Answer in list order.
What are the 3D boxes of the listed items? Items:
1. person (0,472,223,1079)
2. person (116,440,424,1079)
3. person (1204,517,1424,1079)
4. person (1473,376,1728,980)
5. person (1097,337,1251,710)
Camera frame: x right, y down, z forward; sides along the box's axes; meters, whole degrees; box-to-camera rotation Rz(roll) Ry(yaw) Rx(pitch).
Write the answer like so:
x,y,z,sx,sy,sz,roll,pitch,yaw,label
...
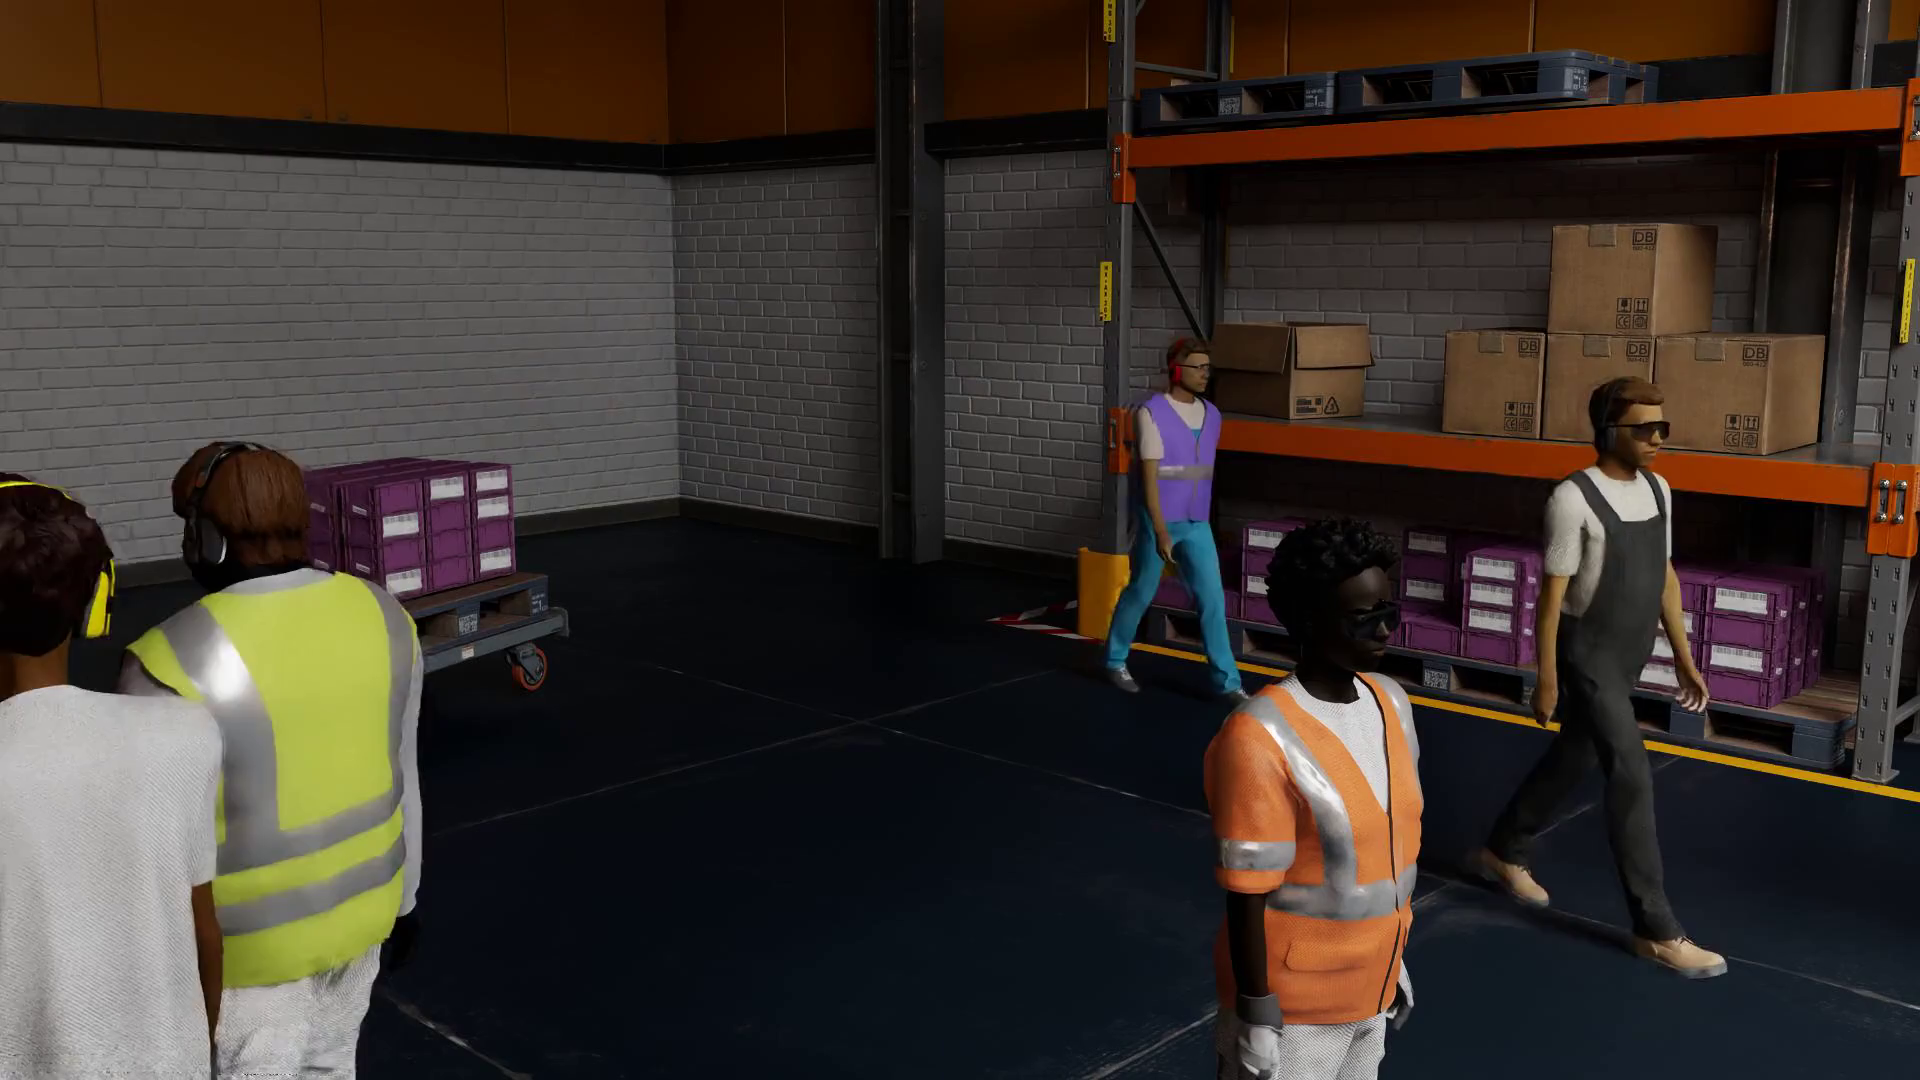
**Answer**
x,y,z,sx,sy,sz,roll,pitch,yaw,label
-1.201,0.837,2.263,0.402,1.858,0.505,7,12,38,person
-1.192,0.728,3.047,0.697,1.826,0.634,5,10,27,person
0.638,0.797,2.979,0.318,1.697,0.535,9,13,43,person
2.012,0.377,5.250,0.524,1.802,0.959,-7,11,-36,person
1.048,-0.087,8.118,0.571,1.798,0.983,-7,11,-35,person
